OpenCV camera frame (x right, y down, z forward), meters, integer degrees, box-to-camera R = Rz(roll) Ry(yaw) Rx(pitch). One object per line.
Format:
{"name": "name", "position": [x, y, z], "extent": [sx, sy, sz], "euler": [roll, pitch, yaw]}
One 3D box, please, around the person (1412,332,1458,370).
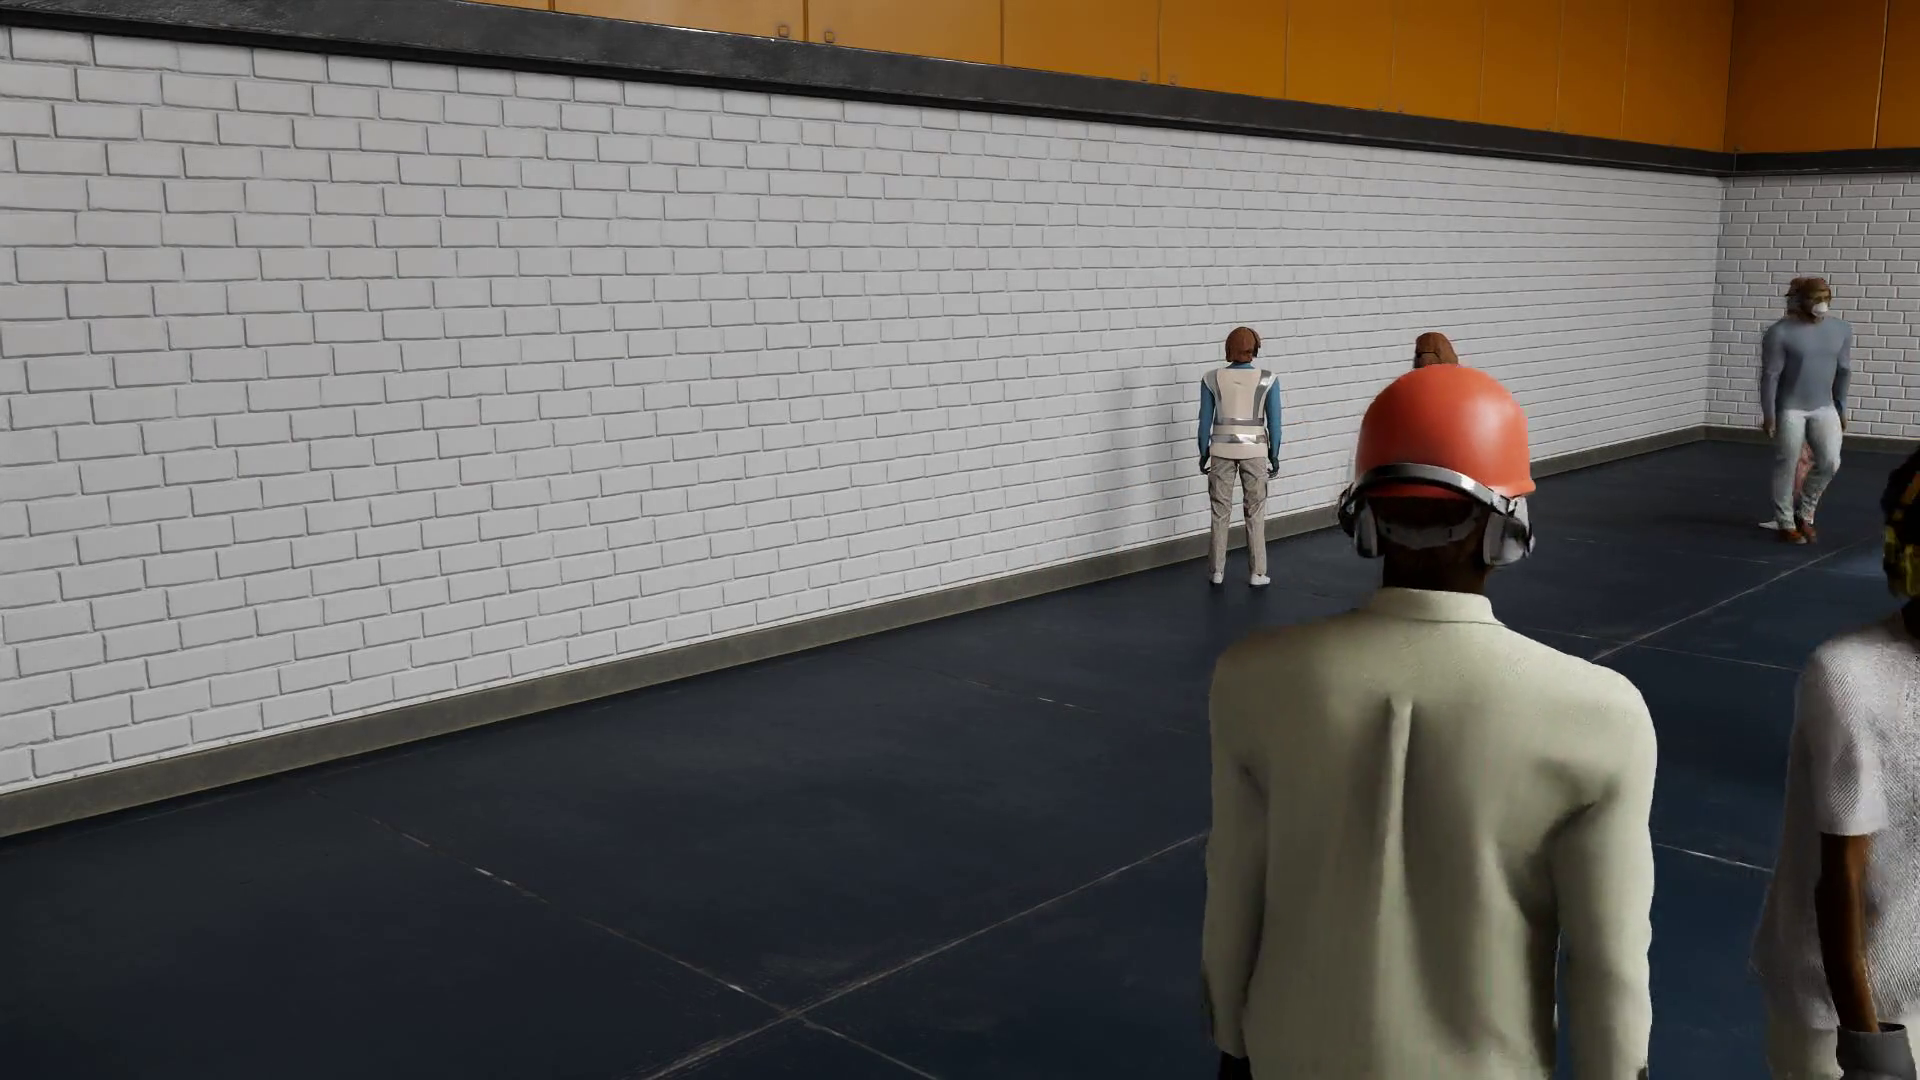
{"name": "person", "position": [2.798, -0.415, 9.900], "extent": [0.264, 1.632, 0.507], "euler": [2, 10, 9]}

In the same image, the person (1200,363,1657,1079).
{"name": "person", "position": [0.609, 0.750, 2.290], "extent": [0.618, 1.974, 0.618], "euler": [5, 11, 27]}

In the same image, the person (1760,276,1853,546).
{"name": "person", "position": [6.032, -0.907, 11.872], "extent": [0.657, 1.924, 0.443], "euler": [0, 10, 1]}

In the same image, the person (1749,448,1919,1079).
{"name": "person", "position": [1.485, 0.752, 2.643], "extent": [0.561, 1.854, 0.366], "euler": [-5, 11, -27]}

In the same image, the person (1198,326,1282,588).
{"name": "person", "position": [1.754, -0.516, 10.462], "extent": [0.523, 1.638, 0.311], "euler": [3, 10, 16]}

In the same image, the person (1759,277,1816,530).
{"name": "person", "position": [6.319, -1.022, 12.581], "extent": [0.400, 1.907, 0.644], "euler": [10, 14, 44]}
